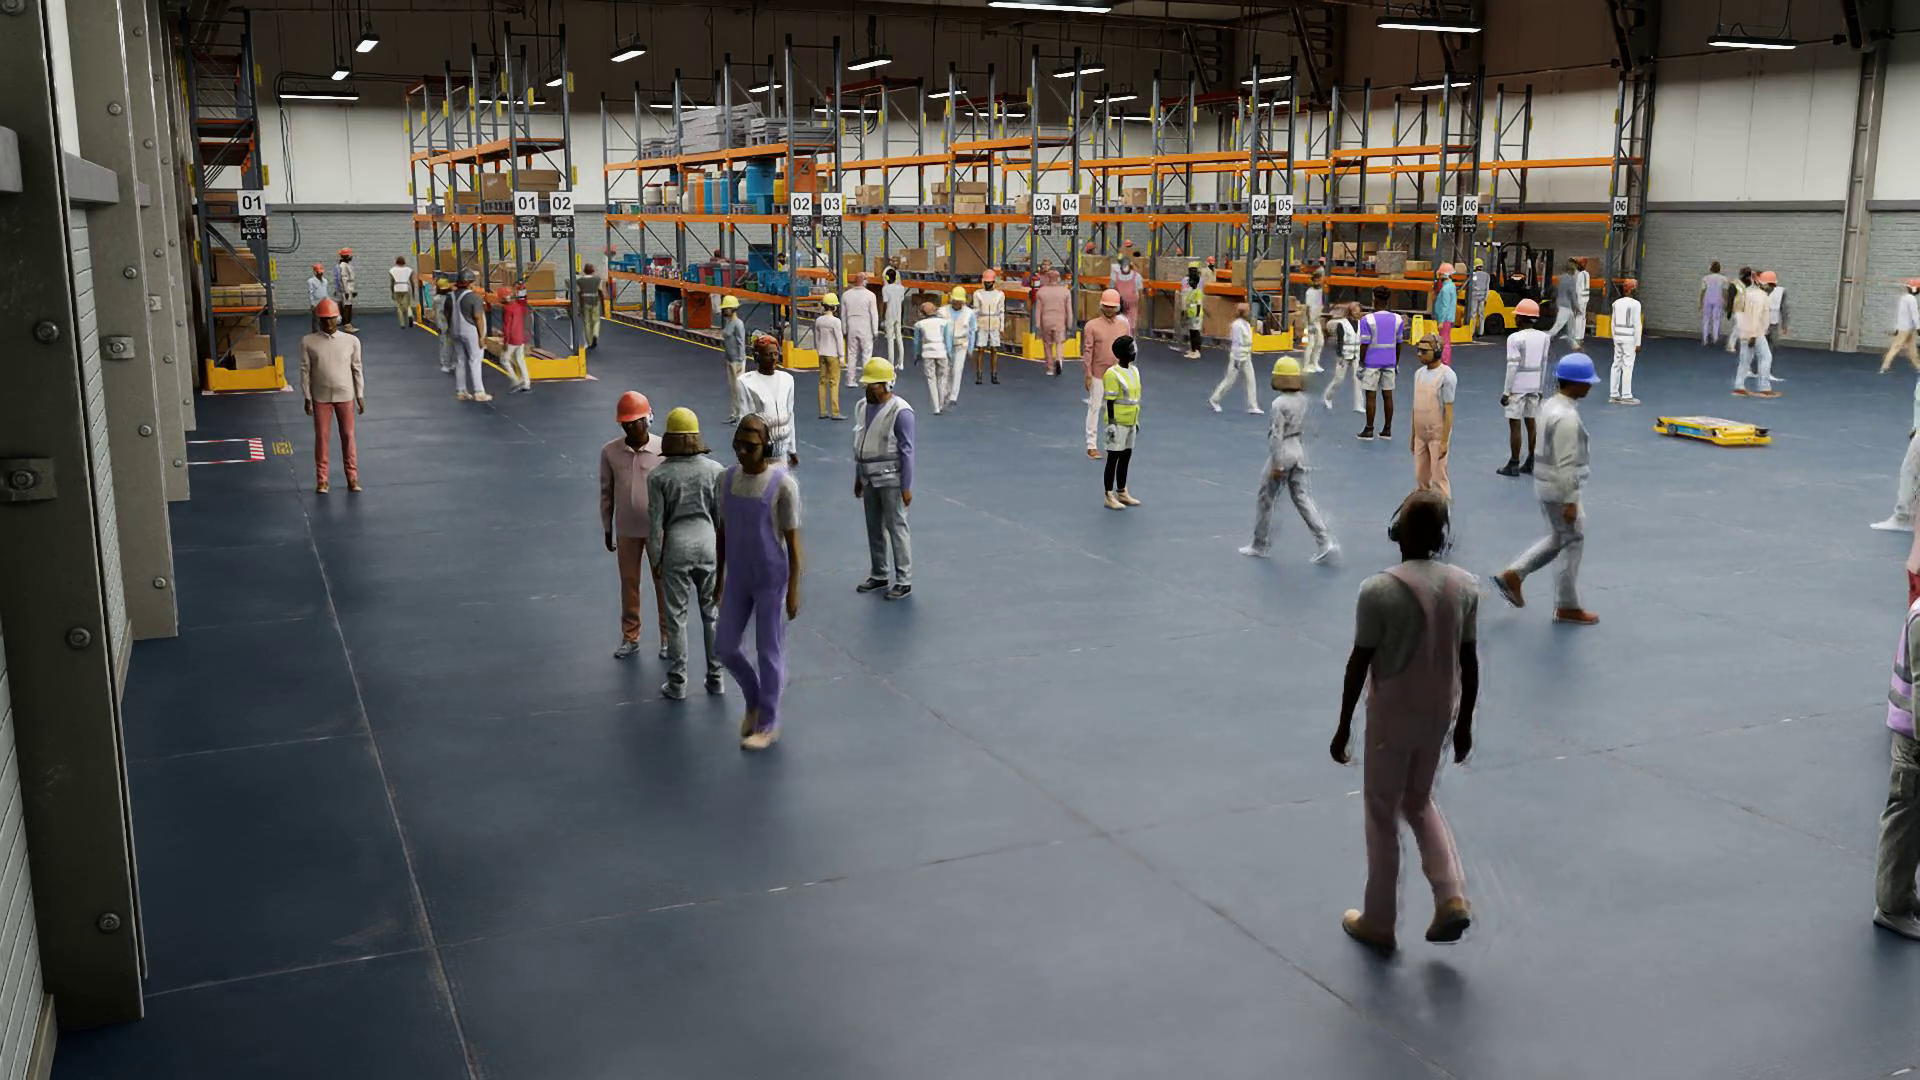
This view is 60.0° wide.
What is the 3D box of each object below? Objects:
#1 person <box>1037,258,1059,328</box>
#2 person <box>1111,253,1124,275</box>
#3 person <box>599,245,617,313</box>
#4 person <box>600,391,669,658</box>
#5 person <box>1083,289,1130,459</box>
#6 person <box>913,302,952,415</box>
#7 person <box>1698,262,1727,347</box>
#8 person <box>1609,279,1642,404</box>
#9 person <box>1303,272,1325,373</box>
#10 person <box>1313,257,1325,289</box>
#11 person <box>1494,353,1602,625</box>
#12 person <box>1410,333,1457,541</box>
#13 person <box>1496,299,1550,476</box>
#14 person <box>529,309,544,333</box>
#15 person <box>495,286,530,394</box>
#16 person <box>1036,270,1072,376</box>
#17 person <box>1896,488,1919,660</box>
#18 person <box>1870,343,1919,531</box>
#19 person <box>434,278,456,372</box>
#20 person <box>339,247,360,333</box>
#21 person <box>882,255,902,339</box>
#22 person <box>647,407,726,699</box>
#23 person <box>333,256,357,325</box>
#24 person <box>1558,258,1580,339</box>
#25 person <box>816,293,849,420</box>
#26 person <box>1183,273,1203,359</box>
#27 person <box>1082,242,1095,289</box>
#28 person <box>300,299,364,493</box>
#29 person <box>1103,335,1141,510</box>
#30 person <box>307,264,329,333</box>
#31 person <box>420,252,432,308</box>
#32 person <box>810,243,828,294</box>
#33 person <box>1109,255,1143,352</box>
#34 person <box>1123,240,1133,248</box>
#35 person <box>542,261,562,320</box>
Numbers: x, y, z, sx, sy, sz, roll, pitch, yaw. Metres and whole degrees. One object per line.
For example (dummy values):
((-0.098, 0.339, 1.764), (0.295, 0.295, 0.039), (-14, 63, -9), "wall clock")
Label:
((1.854, -5.116, 35.885), (0.638, 1.904, 0.402), (-2, 11, -10), "person")
((4.560, -7.333, 47.551), (0.523, 1.743, 0.695), (-1, 11, -3), "person")
((-9.990, -7.387, 47.257), (0.639, 1.978, 0.622), (-1, 11, -7), "person")
((-2.066, -0.094, 10.767), (0.565, 1.745, 0.351), (1, 11, 7), "person")
((1.738, -1.949, 19.560), (0.612, 1.991, 0.391), (-5, 12, -24), "person")
((-0.403, -2.615, 23.930), (0.536, 1.588, 0.656), (-2, 11, -9), "person")
((16.294, -5.092, 36.006), (0.553, 1.817, 0.667), (6, 12, 26), "person")
((10.093, -2.998, 25.173), (0.355, 1.883, 0.574), (-4, 12, -19), "person")
((6.371, -3.913, 29.954), (0.565, 1.825, 0.483), (-10, 15, -42), "person")
((9.501, -6.609, 43.926), (0.424, 1.730, 0.724), (0, 11, -1), "person")
((4.180, -0.356, 11.636), (0.654, 1.922, 0.632), (2, 11, 10), "person")
((4.139, -0.900, 14.633), (0.342, 1.840, 0.502), (-5, 12, -24), "person")
((6.179, -1.671, 18.273), (0.551, 1.941, 0.342), (-5, 12, -24), "person")
((-10.072, -5.665, 39.483), (0.511, 1.570, 0.875), (-2, 11, -8), "person")
((-7.128, -3.177, 26.510), (0.483, 1.710, 0.632), (1, 11, 5), "person")
((1.649, -3.816, 29.340), (0.645, 1.887, 0.651), (1, 11, 5), "person")
((5.419, 0.203, 9.198), (0.312, 1.767, 0.533), (3, 12, 17), "person")
((8.788, -0.989, 14.938), (0.841, 1.896, 0.593), (6, 12, 26), "person")
((-9.319, -3.889, 30.150), (0.465, 1.703, 0.504), (7, 13, 31), "person")
((-14.774, -6.034, 40.191), (0.371, 2.044, 0.608), (-2, 11, -10), "person")
((-1.532, -5.570, 38.179), (0.399, 1.908, 0.642), (4, 12, 19), "person")
((-1.627, 0.076, 9.933), (0.482, 1.733, 0.343), (-5, 12, -22), "person")
((-15.705, -6.421, 42.526), (0.586, 1.903, 0.620), (-1, 11, -5), "person")
((13.942, -5.495, 37.933), (0.328, 1.861, 0.505), (-6, 13, -27), "person")
((-1.801, -2.556, 23.224), (0.524, 1.769, 0.308), (11, 15, 43), "person")
((4.638, -4.439, 32.983), (0.318, 1.692, 0.534), (-3, 11, -13), "person")
((3.734, -7.599, 48.167), (0.594, 2.029, 0.668), (-2, 11, -10), "person")
((-6.477, -1.484, 17.187), (0.608, 1.995, 0.377), (-5, 12, -23), "person")
((1.590, -1.149, 16.238), (0.315, 1.698, 0.541), (8, 14, 35), "person")
((-14.241, -5.266, 37.020), (0.327, 1.753, 0.561), (5, 12, 24), "person")
((-15.296, -7.316, 47.446), (0.343, 1.758, 0.521), (-4, 12, -21), "person")
((-4.479, -8.478, 52.912), (0.593, 1.922, 0.376), (-4, 12, -19), "person")
((3.380, -4.826, 34.058), (0.680, 2.000, 0.540), (2, 11, 12), "person")
((5.302, -8.453, 52.524), (0.409, 2.035, 0.601), (-5, 12, -23), "person")
((-11.123, -6.683, 44.655), (0.837, 1.581, 0.502), (9, 14, 39), "person")
